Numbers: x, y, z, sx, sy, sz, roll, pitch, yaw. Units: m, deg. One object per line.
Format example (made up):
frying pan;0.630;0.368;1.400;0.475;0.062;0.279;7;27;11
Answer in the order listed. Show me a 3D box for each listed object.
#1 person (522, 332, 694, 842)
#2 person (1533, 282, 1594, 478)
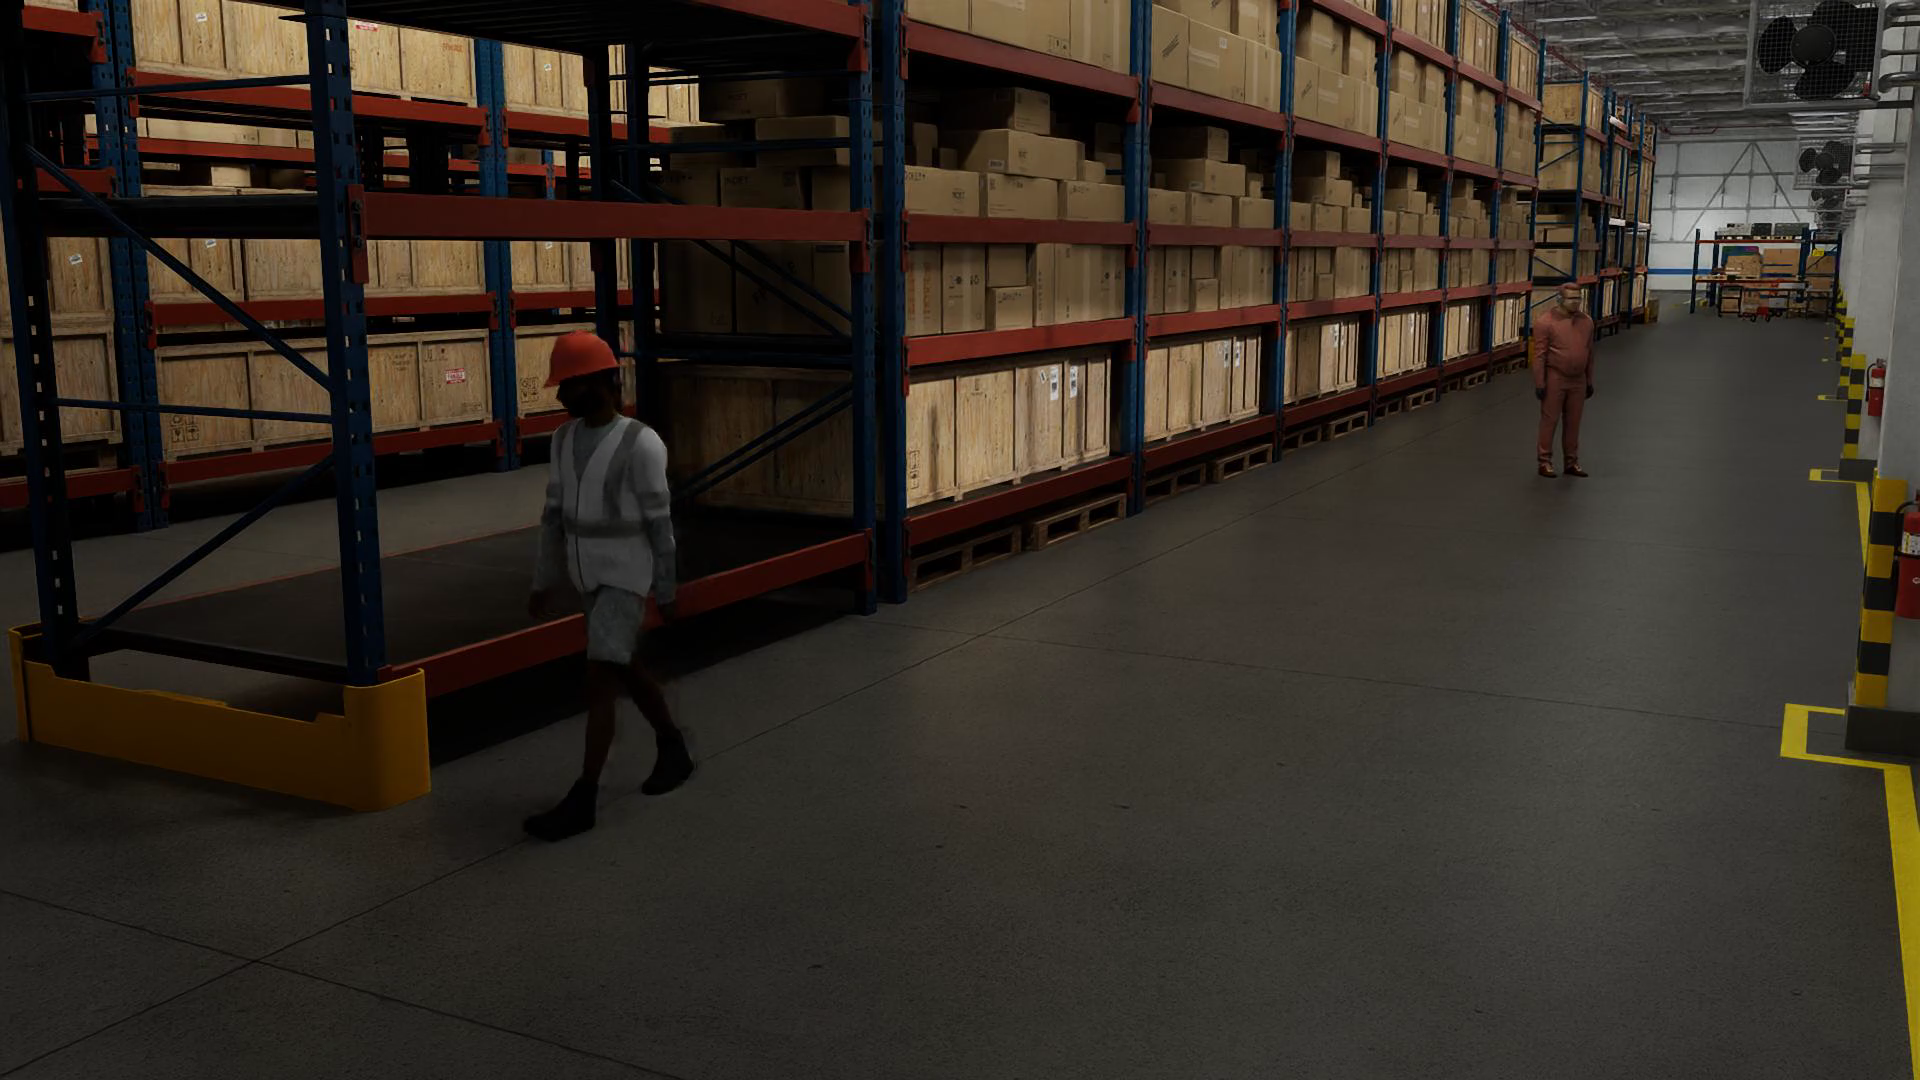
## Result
person;-1.355;0.144;6.430;0.541;1.887;0.943;8;13;39
person;5.881;-1.548;16.169;0.648;1.897;0.399;-3;10;-15
